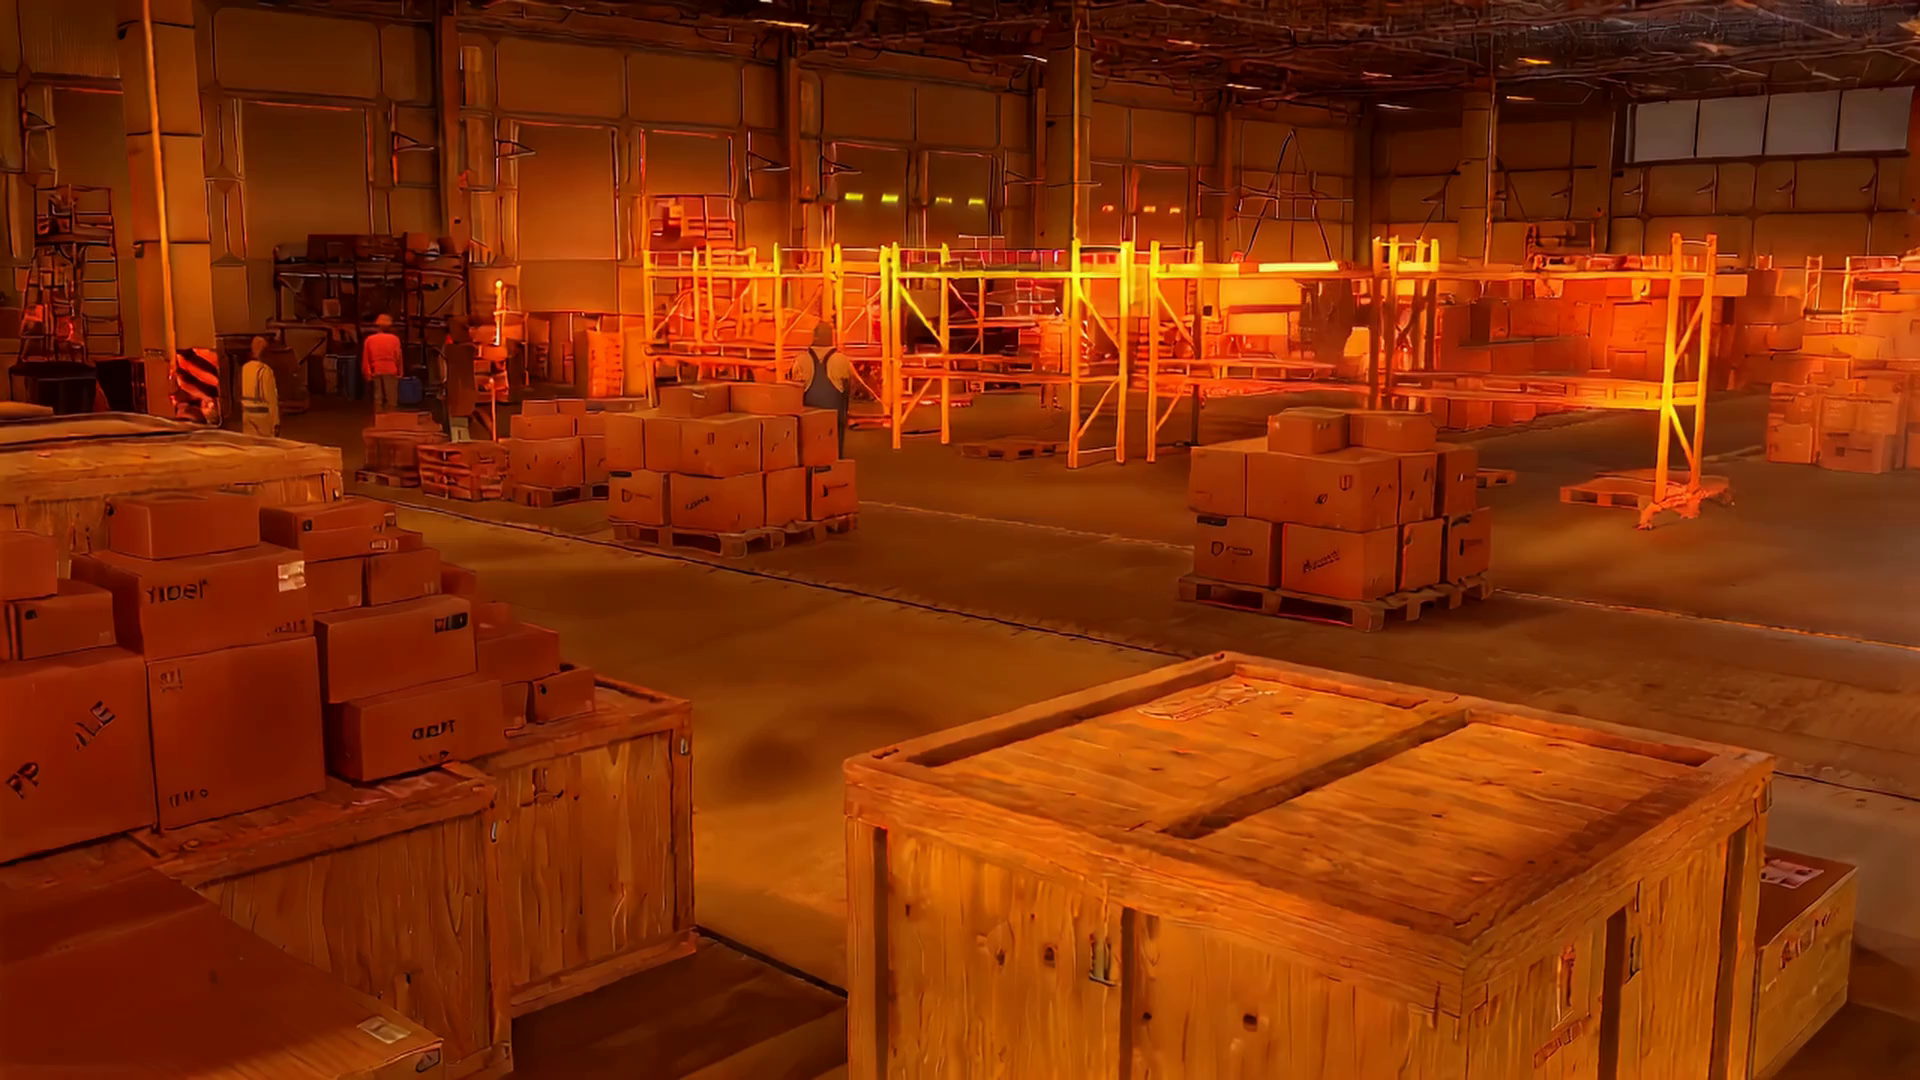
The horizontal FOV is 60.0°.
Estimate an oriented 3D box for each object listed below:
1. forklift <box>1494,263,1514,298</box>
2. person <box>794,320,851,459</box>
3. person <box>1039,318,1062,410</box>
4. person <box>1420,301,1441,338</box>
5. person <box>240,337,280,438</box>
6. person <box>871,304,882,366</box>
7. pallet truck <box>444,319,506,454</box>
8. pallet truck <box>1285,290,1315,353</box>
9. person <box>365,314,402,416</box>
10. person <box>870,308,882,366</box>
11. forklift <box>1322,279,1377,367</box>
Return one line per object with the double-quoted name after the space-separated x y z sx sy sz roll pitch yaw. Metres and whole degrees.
15.057 -6.327 46.336 1.873 2.768 1.129 1 9 9 "forklift"
-1.645 -1.650 20.227 0.673 2.000 0.536 1 9 4 "person"
1.737 -3.333 31.492 0.488 1.736 0.321 -5 11 -29 "person"
11.297 -4.838 40.227 0.651 1.882 0.956 2 10 13 "person"
-7.991 -1.379 19.047 0.585 1.882 0.337 7 12 37 "person"
-2.221 -5.628 45.693 0.363 1.686 0.537 -7 11 -35 "person"
-6.981 -1.942 22.150 1.885 1.965 0.823 1 9 9 "pallet truck"
11.297 -6.951 52.861 1.885 1.965 0.823 -5 11 -29 "pallet truck"
-9.455 -2.754 27.360 0.591 1.921 0.384 1 9 8 "person"
-2.219 -5.378 44.412 0.395 1.614 0.652 5 10 27 "person"
10.103 -5.998 44.322 1.873 2.768 1.129 -3 10 -15 "forklift"
